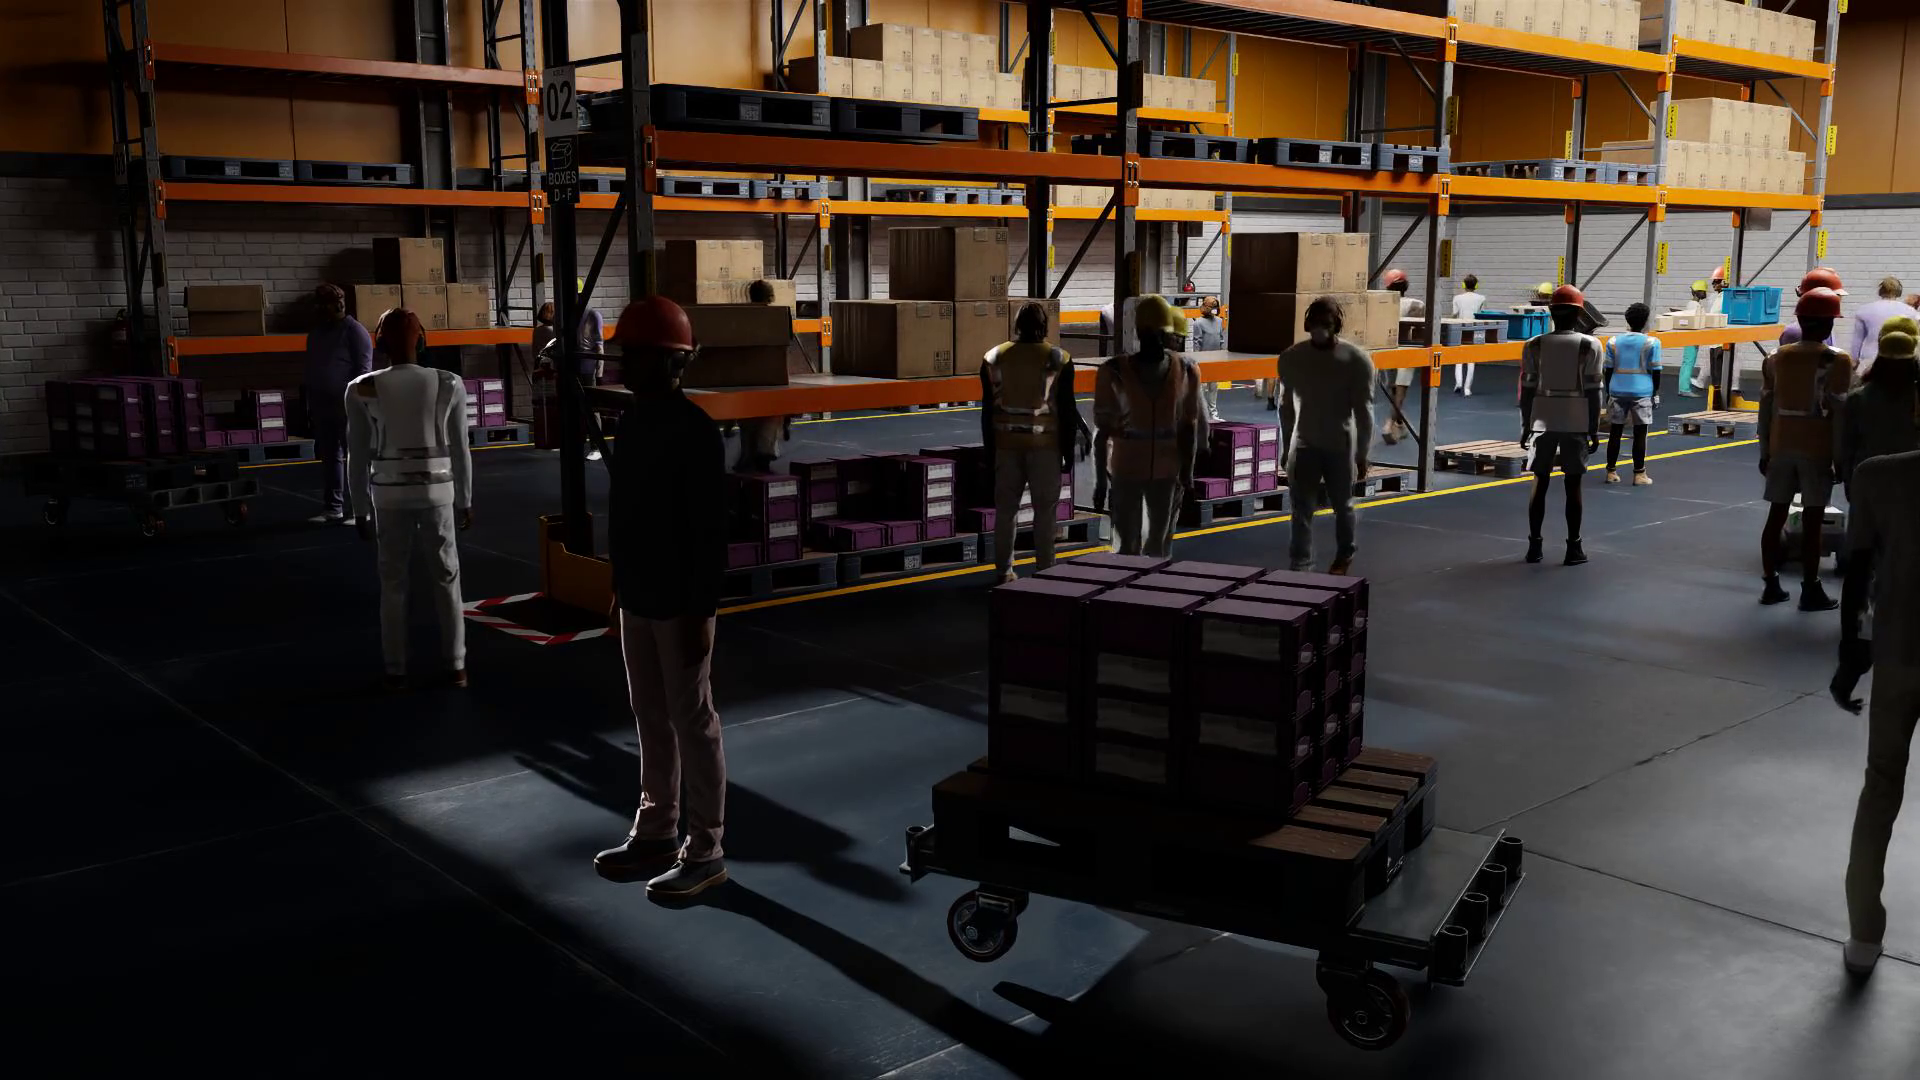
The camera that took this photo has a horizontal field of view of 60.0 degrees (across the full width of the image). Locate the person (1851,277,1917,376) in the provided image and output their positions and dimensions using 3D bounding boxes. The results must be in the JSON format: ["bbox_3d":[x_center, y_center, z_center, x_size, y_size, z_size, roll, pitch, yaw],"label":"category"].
[{"bbox_3d":[10.516,-2.049,18.983,0.639,1.896,0.999,7,12,35],"label":"person"}]

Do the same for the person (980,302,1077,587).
[{"bbox_3d":[0.444,-0.592,10.616,0.629,1.837,0.429,3,10,18],"label":"person"}]

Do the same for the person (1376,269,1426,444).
[{"bbox_3d":[5.013,-2.108,19.050,0.628,1.997,1.050,6,11,31],"label":"person"}]

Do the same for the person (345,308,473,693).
[{"bbox_3d":[-2.673,-0.186,8.115,0.579,1.879,0.347,-4,10,-21],"label":"person"}]

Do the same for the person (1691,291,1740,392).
[{"bbox_3d":[11.974,-3.262,26.166,0.669,1.851,1.014,-2,10,-11],"label":"person"}]

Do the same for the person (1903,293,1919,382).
[{"bbox_3d":[12.720,-2.496,22.376,0.559,1.606,0.539,9,13,43],"label":"person"}]

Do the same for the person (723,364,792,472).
[{"bbox_3d":[-1.568,-0.919,13.178,0.531,1.613,0.869,4,10,20],"label":"person"}]

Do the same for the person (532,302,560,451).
[{"bbox_3d":[-4.491,-1.783,18.213,0.493,1.622,0.285,8,13,39],"label":"person"}]

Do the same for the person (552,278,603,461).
[{"bbox_3d":[-3.986,-1.780,17.324,0.588,1.918,0.396,3,10,18],"label":"person"}]

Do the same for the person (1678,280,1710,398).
[{"bbox_3d":[11.091,-3.033,25.106,0.328,1.765,0.532,2,10,12],"label":"person"}]

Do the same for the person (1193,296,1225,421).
[{"bbox_3d":[3.165,-2.281,21.133,0.503,1.617,0.299,-8,12,-38],"label":"person"}]

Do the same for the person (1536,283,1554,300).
[{"bbox_3d":[8.248,-2.727,23.365,0.764,1.734,0.558,-1,10,-7],"label":"person"}]

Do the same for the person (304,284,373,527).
[{"bbox_3d":[-4.933,-1.060,13.141,0.642,1.907,0.410,5,11,25],"label":"person"}]

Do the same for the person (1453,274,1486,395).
[{"bbox_3d":[7.790,-3.135,25.469,0.508,1.852,0.453,4,10,20],"label":"person"}]

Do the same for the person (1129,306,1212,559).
[{"bbox_3d":[1.332,-0.612,10.812,0.609,1.798,0.510,7,12,37],"label":"person"}]

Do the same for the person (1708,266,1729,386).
[{"bbox_3d":[9.827,-2.537,21.529,0.382,1.995,0.612,2,10,12],"label":"person"}]

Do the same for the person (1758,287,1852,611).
[{"bbox_3d":[5.093,-0.545,10.032,0.374,1.939,0.545,-6,11,-32],"label":"person"}]

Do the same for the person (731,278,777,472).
[{"bbox_3d":[-1.807,-1.415,15.173,0.428,1.920,0.632,-2,10,-9],"label":"person"}]

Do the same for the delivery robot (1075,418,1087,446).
[{"bbox_3d":[1.149,-1.187,17.559,0.477,0.478,0.707,0,10,1],"label":"delivery robot"}]

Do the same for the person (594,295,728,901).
[{"bbox_3d":[-0.998,0.189,5.561,0.375,1.997,0.612,-8,13,-40],"label":"person"}]

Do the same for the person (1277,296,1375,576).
[{"bbox_3d":[2.331,-0.602,10.553,0.638,1.891,1.048,5,11,27],"label":"person"}]

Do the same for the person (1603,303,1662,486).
[{"bbox_3d":[6.237,-1.348,15.434,0.542,1.696,0.316,9,14,44],"label":"person"}]

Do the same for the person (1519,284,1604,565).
[{"bbox_3d":[4.140,-0.793,11.479,0.543,1.939,0.360,5,11,28],"label":"person"}]

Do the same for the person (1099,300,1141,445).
[{"bbox_3d":[1.863,-2.011,18.721,0.596,1.909,0.394,2,10,10],"label":"person"}]

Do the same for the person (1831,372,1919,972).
[{"bbox_3d":[2.836,0.377,4.857,0.519,1.865,0.331,9,13,43],"label":"person"}]

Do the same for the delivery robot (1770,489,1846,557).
[{"bbox_3d":[5.838,-0.147,11.470,0.477,0.478,0.707,2,10,14],"label":"delivery robot"}]

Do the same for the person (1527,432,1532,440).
[{"bbox_3d":[6.765,-1.943,19.114,0.312,1.634,0.516,-4,11,-23],"label":"person"}]

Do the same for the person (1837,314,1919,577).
[{"bbox_3d":[6.133,-0.619,11.013,0.560,1.750,0.377,-6,11,-32],"label":"person"}]

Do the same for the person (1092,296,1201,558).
[{"bbox_3d":[1.027,-0.371,9.109,0.583,1.903,0.452,-2,10,-9],"label":"person"}]

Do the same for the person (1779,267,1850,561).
[{"bbox_3d":[5.967,-0.878,11.673,0.607,2.044,0.378,-9,13,-41],"label":"person"}]

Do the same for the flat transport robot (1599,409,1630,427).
[{"bbox_3d":[7.579,-1.480,20.379,1.431,0.197,0.652,-9,13,-42],"label":"flat transport robot"}]

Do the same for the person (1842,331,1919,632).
[{"bbox_3d":[5.252,-0.323,9.420,0.493,1.694,0.906,5,11,27],"label":"person"}]

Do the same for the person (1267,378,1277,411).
[{"bbox_3d":[4.449,-2.728,22.884,0.554,1.913,0.434,7,12,36],"label":"person"}]

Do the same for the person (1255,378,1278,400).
[{"bbox_3d":[4.648,-3.085,24.827,0.642,1.966,0.794,3,10,15],"label":"person"}]
